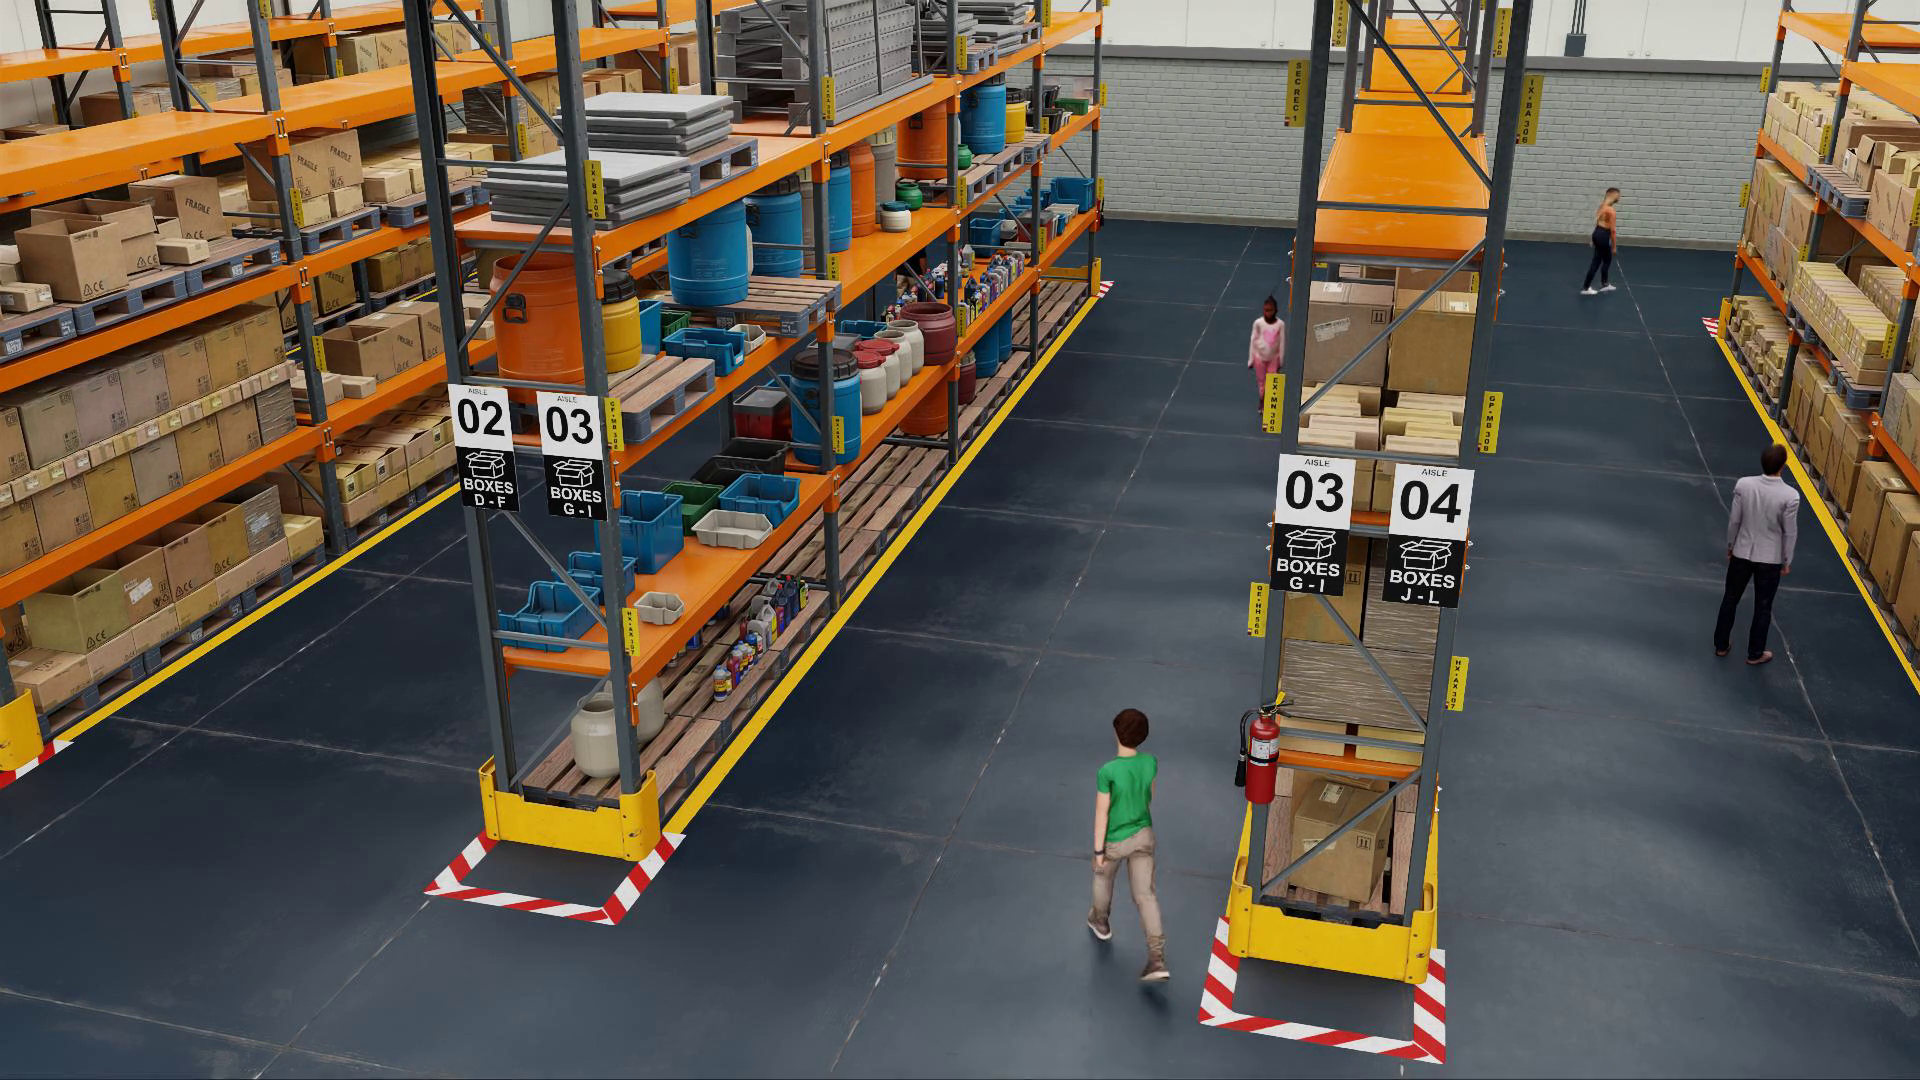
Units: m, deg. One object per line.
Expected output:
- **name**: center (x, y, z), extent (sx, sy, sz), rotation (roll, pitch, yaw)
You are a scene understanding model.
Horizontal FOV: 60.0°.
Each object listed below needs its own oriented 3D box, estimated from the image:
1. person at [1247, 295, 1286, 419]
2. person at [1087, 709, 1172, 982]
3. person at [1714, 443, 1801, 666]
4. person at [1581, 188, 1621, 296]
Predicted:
- **person**: center (3.607, -2.161, 19.546), extent (0.567, 1.416, 0.910), rotation (5, 23, 12)
- **person**: center (1.020, 1.791, 9.621), extent (1.007, 1.616, 1.203), rotation (-8, 24, -18)
- **person**: center (6.441, 0.101, 13.436), extent (0.766, 1.856, 0.758), rotation (20, 30, 40)
- **person**: center (9.533, -4.456, 24.899), extent (0.811, 1.611, 0.843), rotation (-2, 22, -5)
